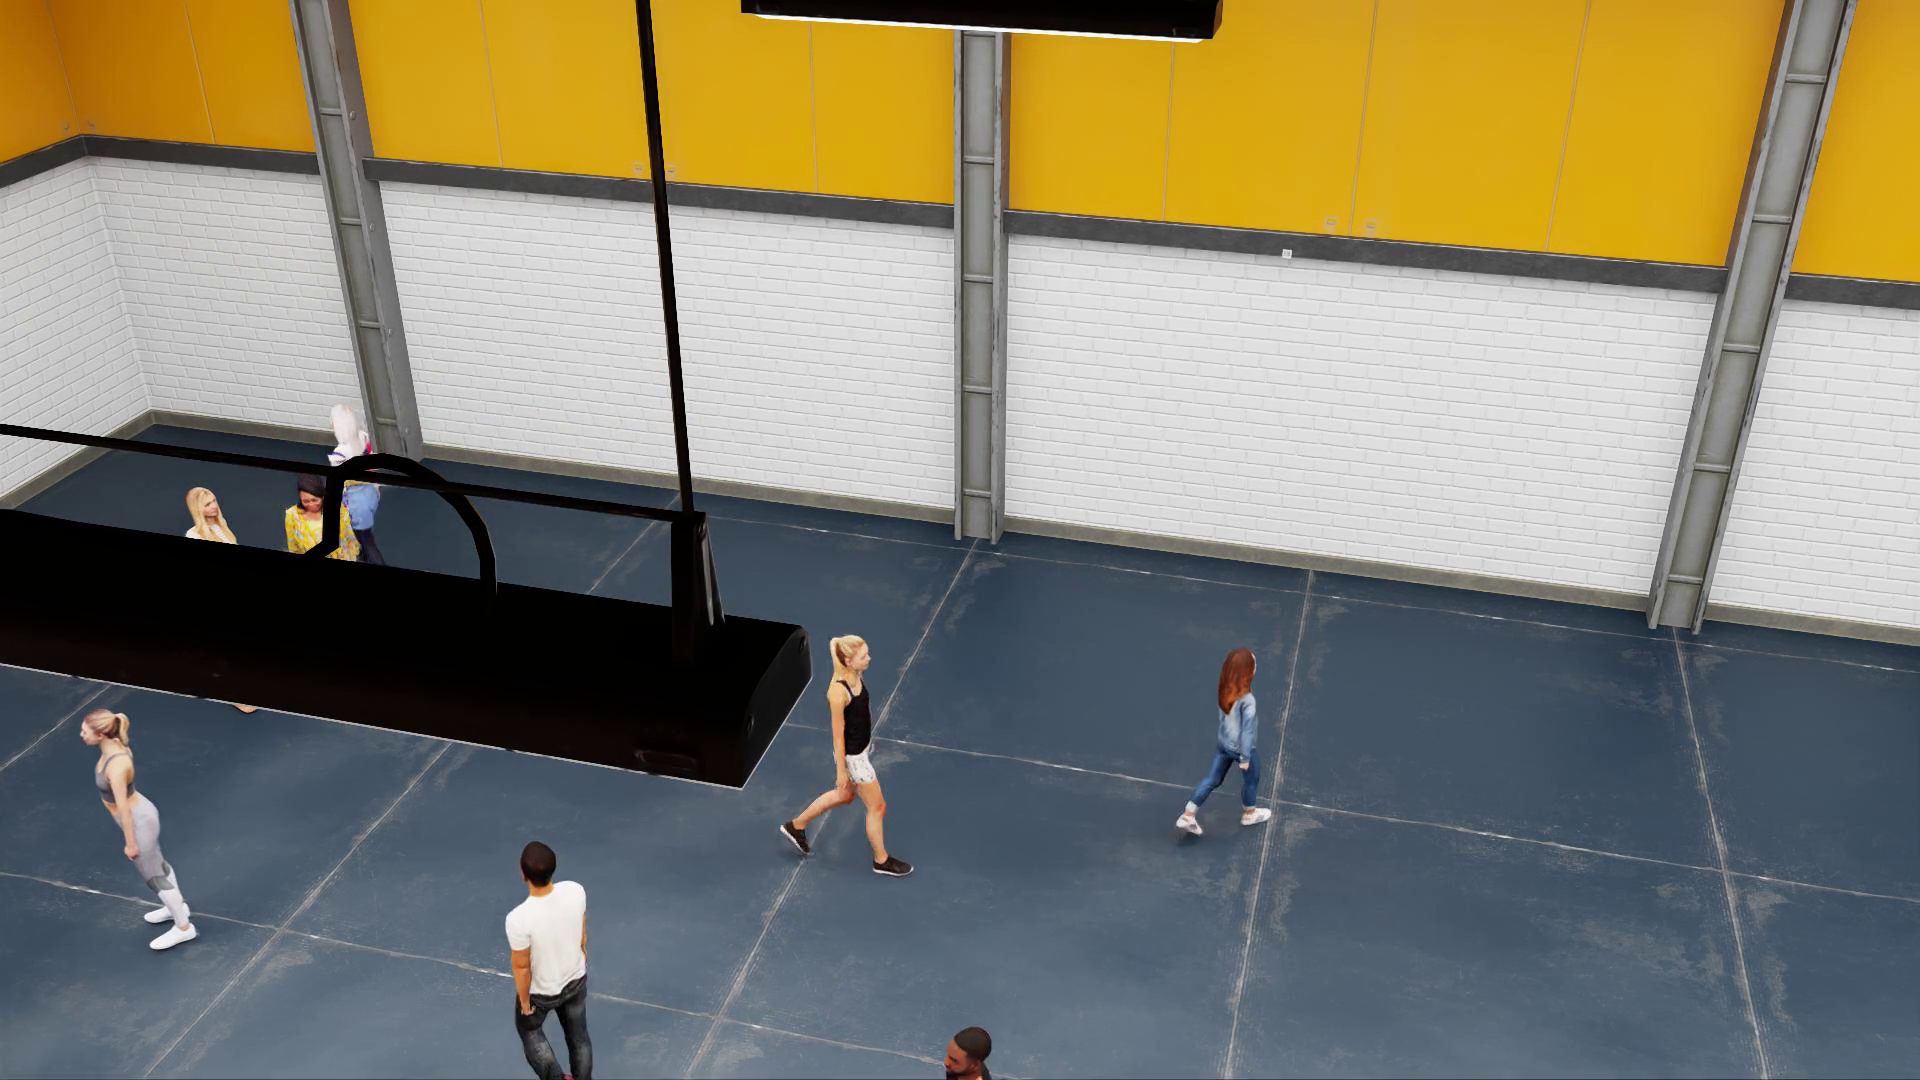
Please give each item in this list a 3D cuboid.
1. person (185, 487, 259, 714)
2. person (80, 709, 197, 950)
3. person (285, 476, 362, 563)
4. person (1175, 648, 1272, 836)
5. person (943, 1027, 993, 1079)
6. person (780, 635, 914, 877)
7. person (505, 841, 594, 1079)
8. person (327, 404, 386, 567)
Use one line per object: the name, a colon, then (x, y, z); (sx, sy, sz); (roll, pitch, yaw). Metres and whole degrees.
person: (-5.550, 0.426, 12.519); (0.565, 1.827, 0.622); (3, 29, 6)
person: (-5.042, 1.751, 10.225); (0.711, 1.697, 0.655); (-15, 32, -25)
person: (-5.008, 0.192, 13.146); (0.875, 1.638, 0.933); (-16, 32, -26)
person: (1.778, 1.382, 11.154); (1.042, 1.457, 0.941); (-13, 31, -22)
person: (0.100, 2.963, 7.905); (1.123, 1.793, 0.945); (-8, 30, -15)
person: (-0.783, 1.376, 10.793); (1.151, 1.813, 0.658); (5, 29, 9)
person: (-2.139, 2.403, 8.942); (0.748, 1.794, 0.766); (-25, 37, -38)
person: (-4.933, -0.298, 13.875); (0.670, 1.799, 0.667); (6, 29, 11)
